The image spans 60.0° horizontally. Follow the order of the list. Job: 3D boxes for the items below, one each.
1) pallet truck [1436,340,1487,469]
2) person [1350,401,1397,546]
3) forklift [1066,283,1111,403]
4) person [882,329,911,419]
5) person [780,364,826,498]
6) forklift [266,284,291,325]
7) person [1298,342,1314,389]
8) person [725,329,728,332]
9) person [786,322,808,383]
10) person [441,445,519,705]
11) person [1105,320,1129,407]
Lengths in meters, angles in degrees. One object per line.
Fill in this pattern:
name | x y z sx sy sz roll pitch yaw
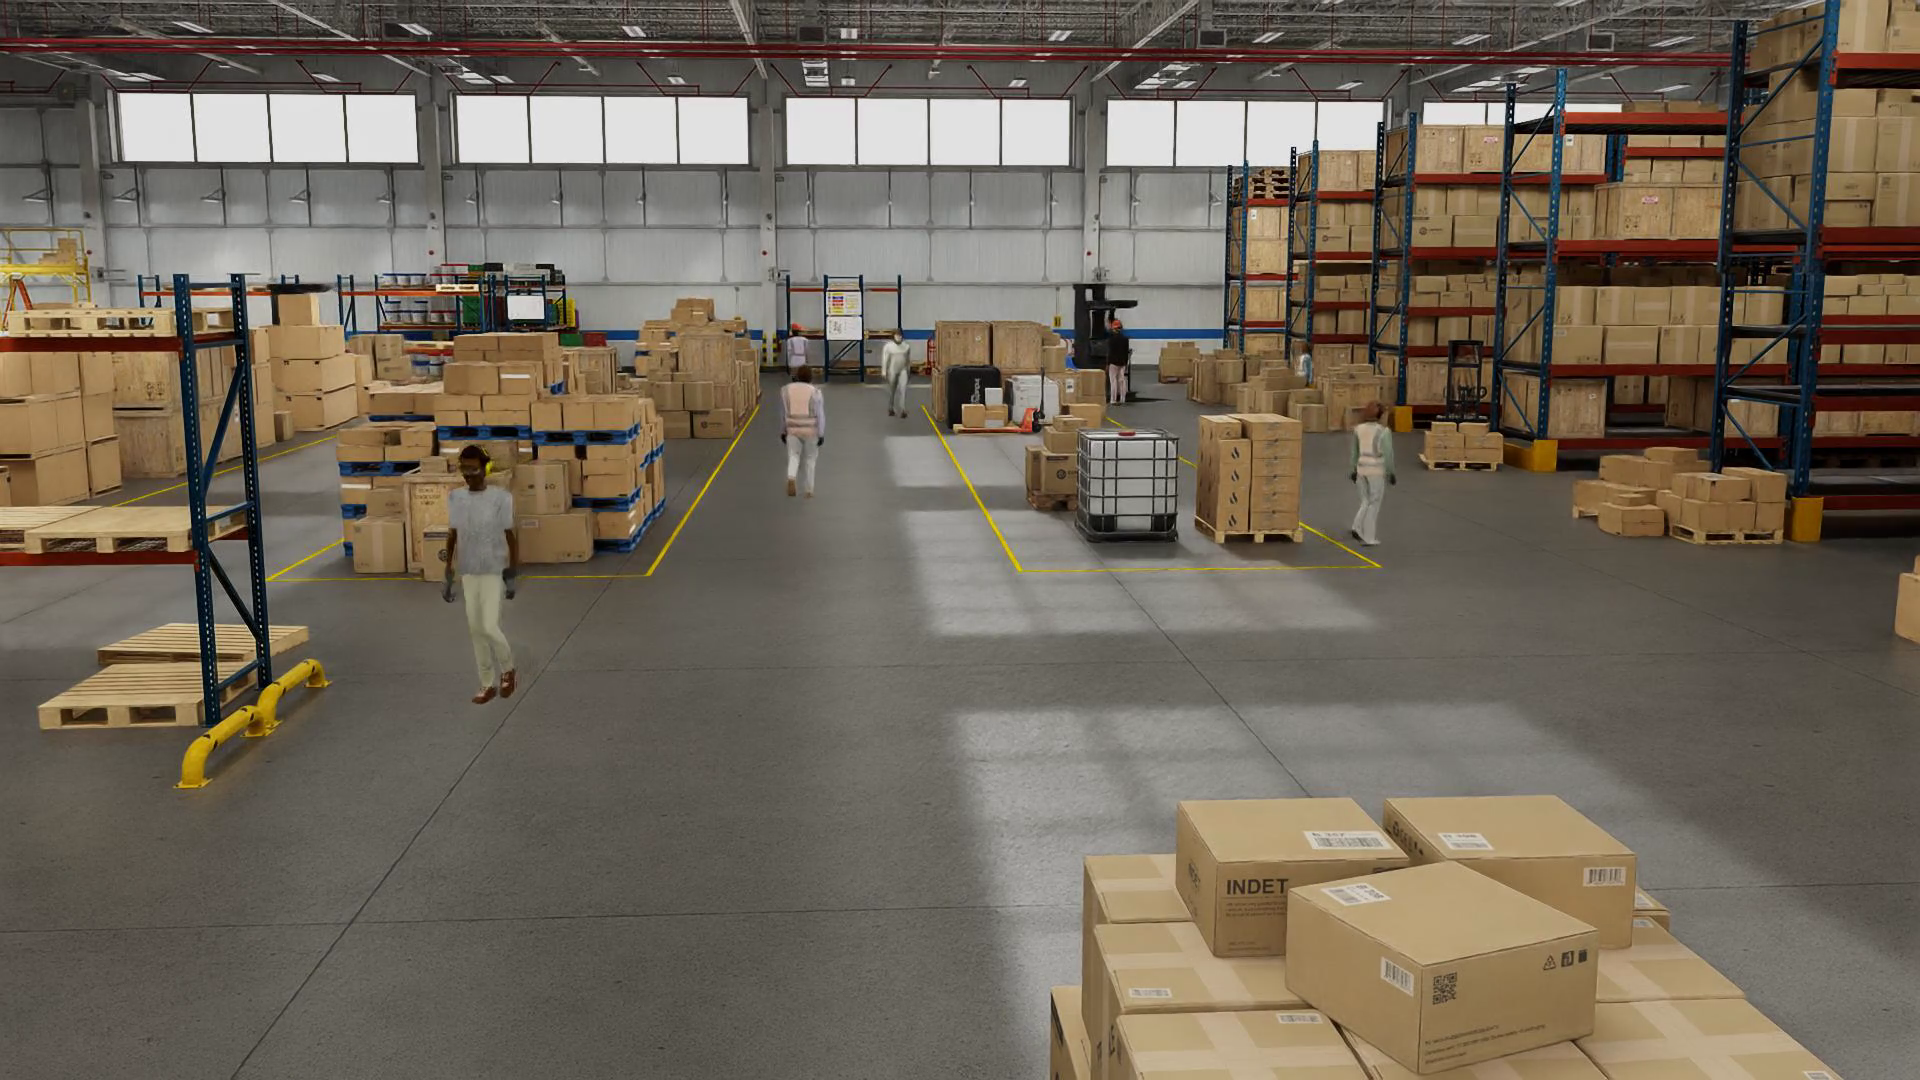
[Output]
pallet truck | 8.004 -2.170 26.422 0.823 1.965 1.885 2 9 14
person | 4.631 -0.737 18.594 0.374 1.627 0.519 -6 11 -31
forklift | 3.052 -4.711 39.612 1.873 2.768 1.129 7 11 37
person | -1.359 -3.550 35.426 0.647 1.897 1.010 -3 9 -16
person | -2.124 -1.455 22.458 0.645 1.830 0.534 1 9 9
forklift | -15.592 -4.504 38.313 1.873 2.768 1.129 -2 9 -11
person | 7.209 -3.328 34.844 0.425 1.621 0.529 -1 9 -3
person | -5.870 -4.394 41.356 0.542 1.677 0.550 2 9 15
person | -3.827 -4.186 39.323 0.563 1.918 0.618 -4 10 -23
person | -3.392 0.249 11.702 0.518 1.855 0.398 2 9 13
person | 3.609 -4.060 38.295 0.623 1.993 0.384 -6 11 -32
